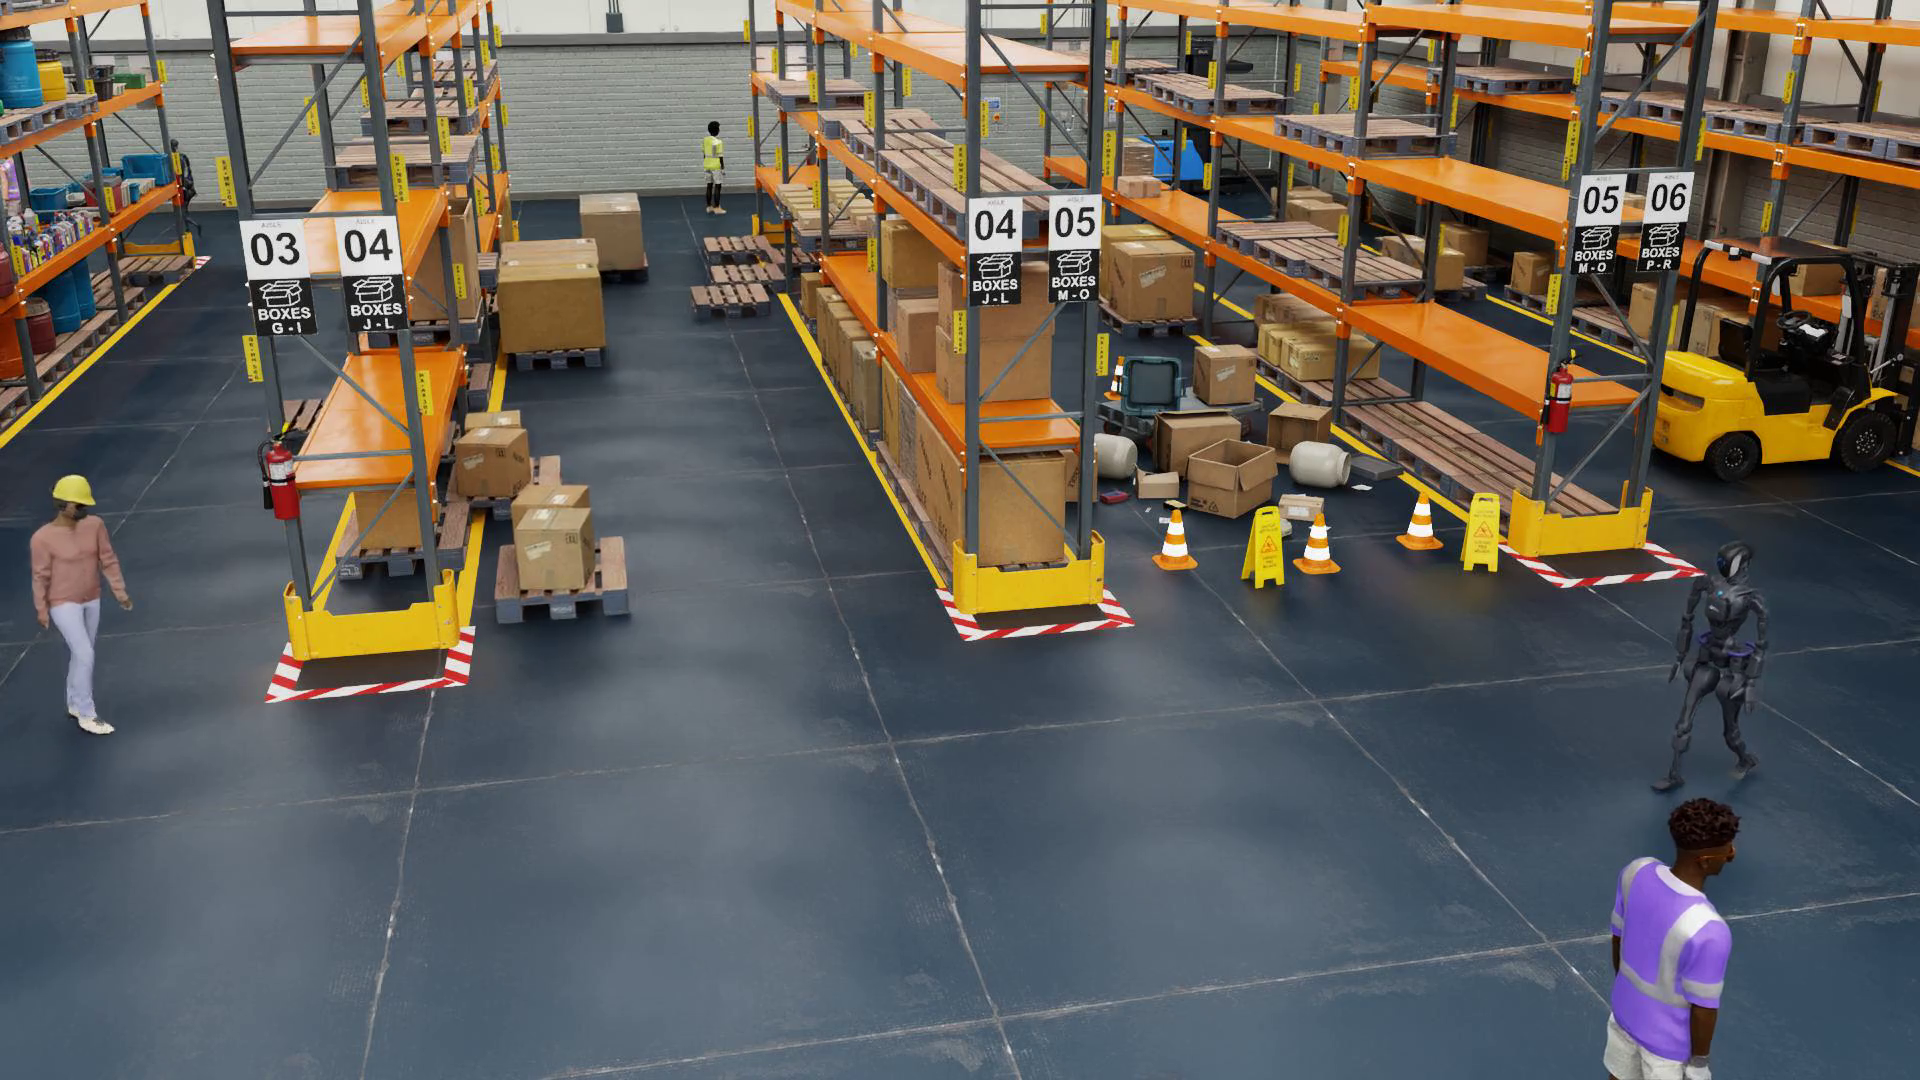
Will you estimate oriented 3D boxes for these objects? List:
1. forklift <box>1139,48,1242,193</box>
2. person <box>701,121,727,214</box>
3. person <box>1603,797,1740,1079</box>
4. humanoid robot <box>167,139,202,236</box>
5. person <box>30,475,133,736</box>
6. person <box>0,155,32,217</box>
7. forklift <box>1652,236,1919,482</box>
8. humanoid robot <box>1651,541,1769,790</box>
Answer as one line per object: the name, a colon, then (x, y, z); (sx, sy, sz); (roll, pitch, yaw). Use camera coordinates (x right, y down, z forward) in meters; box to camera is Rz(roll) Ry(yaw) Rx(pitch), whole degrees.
forklift: (4.566, -8.313, 32.860); (1.873, 2.768, 1.129); (-4, 21, -12)
person: (-4.524, -6.845, 30.595); (0.540, 1.685, 0.319); (17, 26, 38)
person: (2.796, 1.910, 6.625); (0.370, 1.965, 0.606); (-4, 21, -11)
humanoid robot: (-13.246, -6.030, 28.439); (0.619, 1.629, 0.609); (7, 21, 18)
person: (-5.758, 0.421, 10.963); (0.689, 1.730, 0.531); (8, 22, 21)
person: (-15.366, -5.565, 27.153); (0.347, 1.688, 0.491); (10, 23, 26)
forklift: (8.013, -1.814, 16.330); (2.313, 2.155, 1.214); (-4, 21, -12)
humanoid robot: (4.679, 0.777, 10.177); (0.745, 1.656, 0.601); (-12, 23, -29)
